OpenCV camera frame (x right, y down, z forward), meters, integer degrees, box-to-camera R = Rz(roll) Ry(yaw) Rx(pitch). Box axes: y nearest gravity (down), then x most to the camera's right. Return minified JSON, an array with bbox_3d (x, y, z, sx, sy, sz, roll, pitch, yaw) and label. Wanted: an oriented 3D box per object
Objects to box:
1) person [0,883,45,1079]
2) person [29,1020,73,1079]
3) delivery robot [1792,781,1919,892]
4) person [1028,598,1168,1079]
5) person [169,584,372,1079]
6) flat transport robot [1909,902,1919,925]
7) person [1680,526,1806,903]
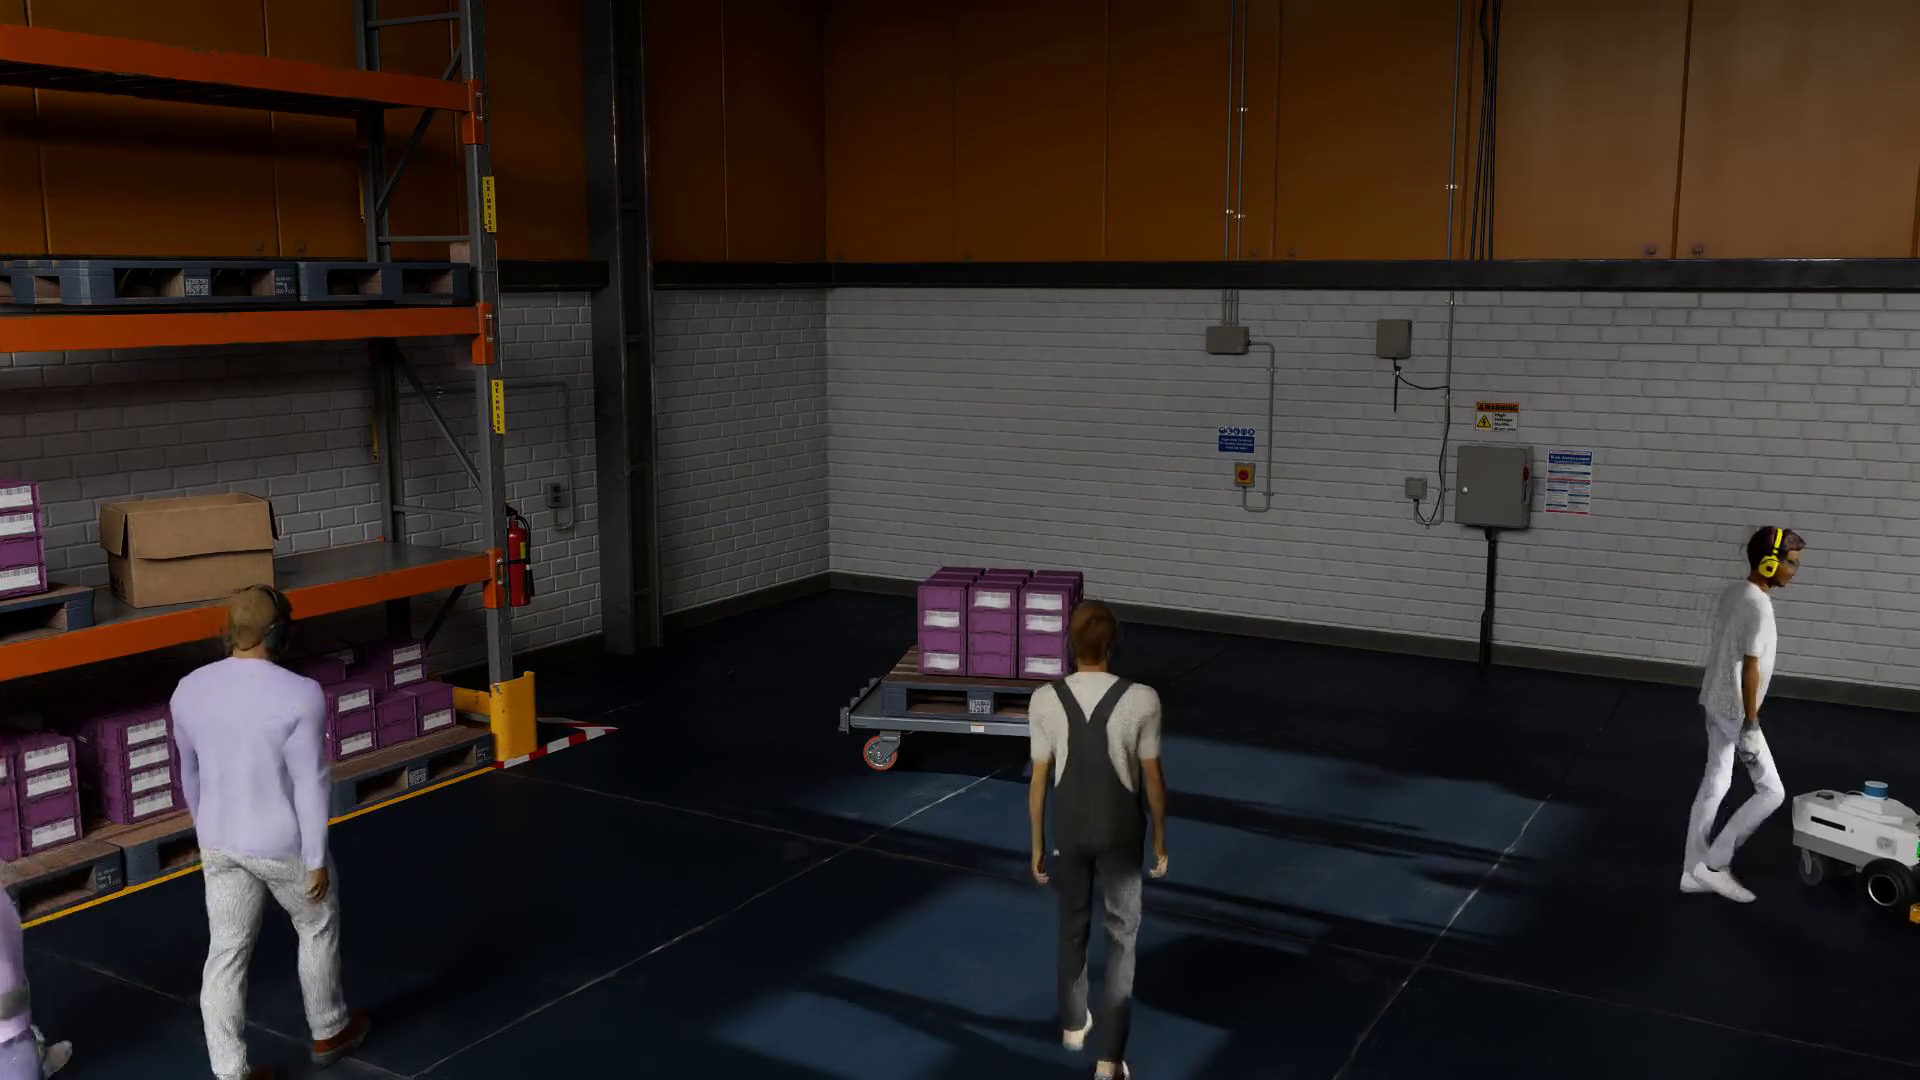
[{"bbox_3d":[-2.520,1.409,3.952,0.633,1.994,0.983,7,12,38],"label":"person"},{"bbox_3d":[-3.588,1.234,5.943,0.501,1.697,0.824,0,9,2],"label":"person"},{"bbox_3d":[4.444,1.418,8.103,0.477,0.478,0.707,-5,10,-28],"label":"delivery robot"},{"bbox_3d":[0.522,1.124,6.304,0.519,1.846,0.566,3,9,16],"label":"person"},{"bbox_3d":[-2.537,1.095,6.188,0.658,1.902,0.877,2,9,11],"label":"person"},{"bbox_3d":[5.018,1.748,7.219,0.652,0.197,1.431,-5,10,-28],"label":"flat transport robot"},{"bbox_3d":[3.728,0.840,7.964,0.437,1.843,0.563,1,9,6],"label":"person"}]
